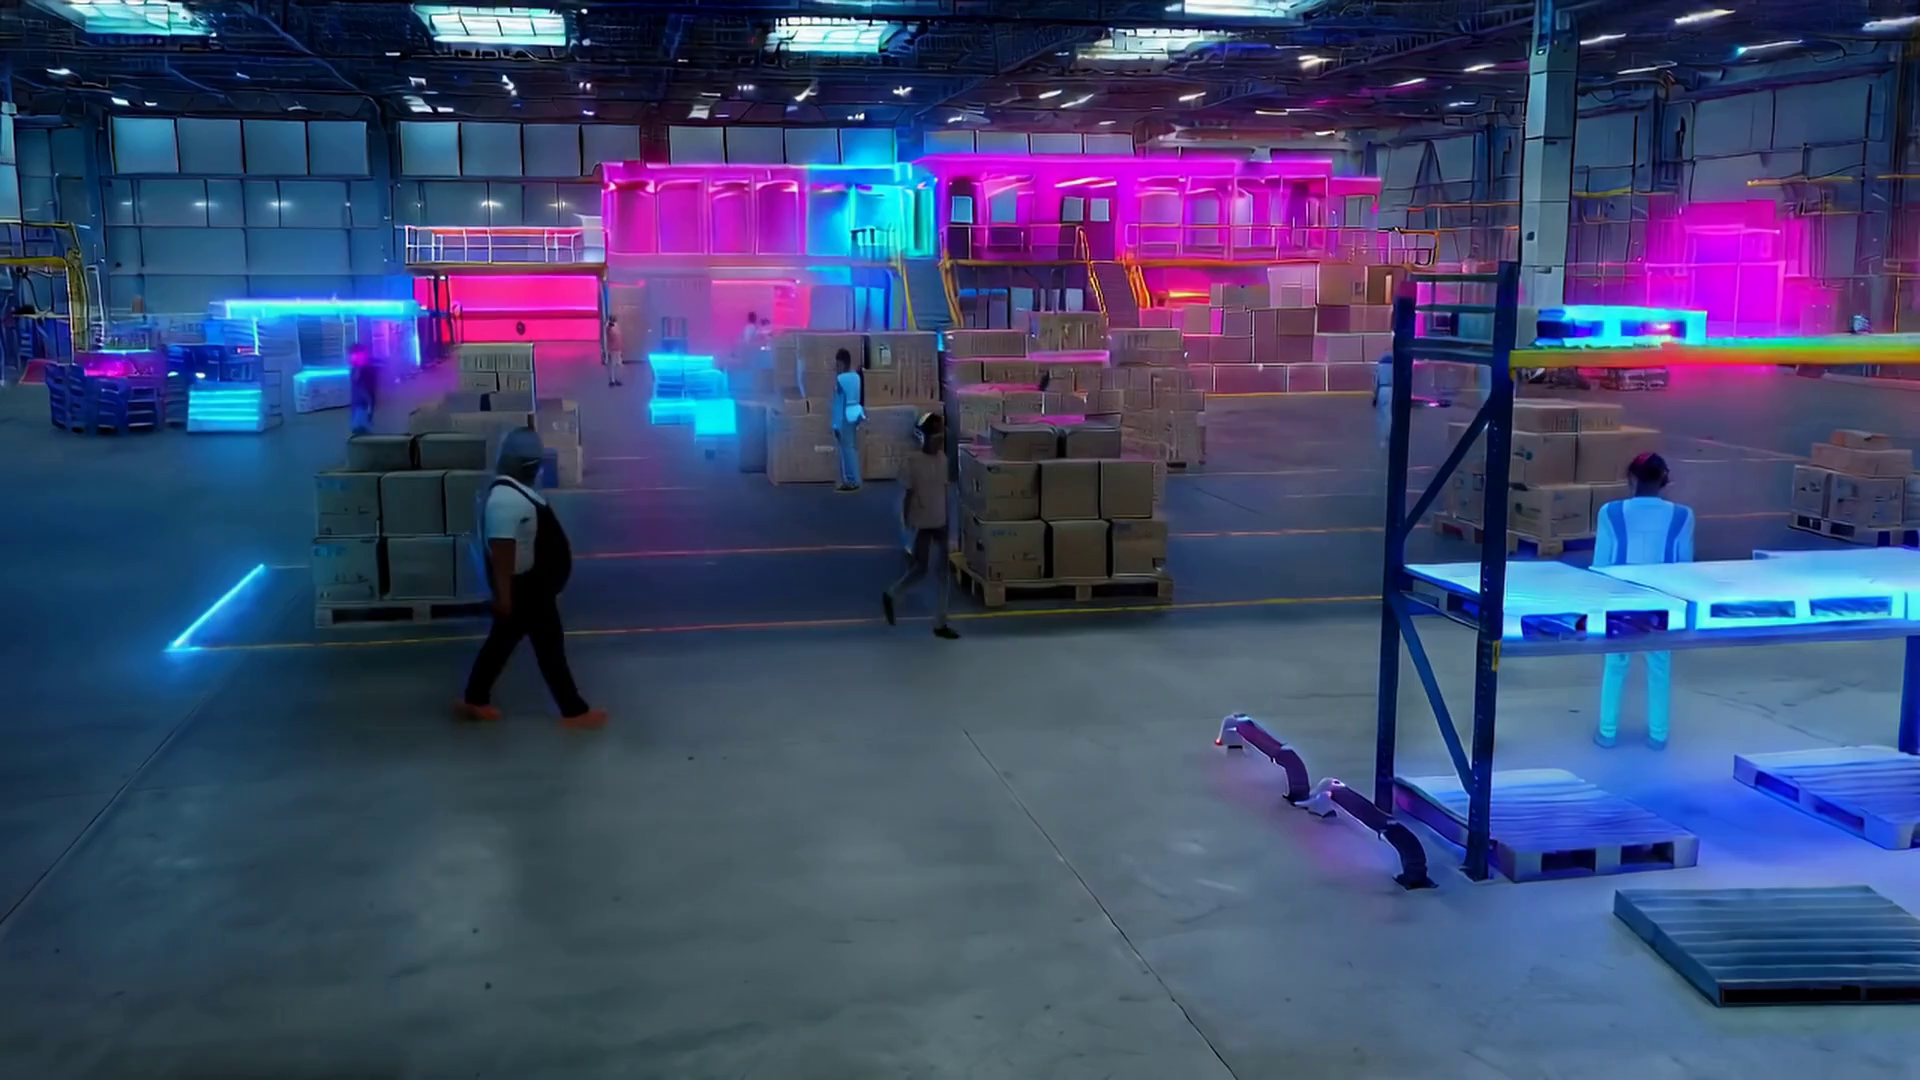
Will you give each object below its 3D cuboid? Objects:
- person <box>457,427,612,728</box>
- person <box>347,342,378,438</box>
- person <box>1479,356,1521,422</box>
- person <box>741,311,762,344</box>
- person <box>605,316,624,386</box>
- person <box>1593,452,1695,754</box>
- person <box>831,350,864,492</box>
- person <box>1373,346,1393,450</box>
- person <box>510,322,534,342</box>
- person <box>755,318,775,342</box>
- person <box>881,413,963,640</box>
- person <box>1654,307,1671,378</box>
[{"bbox_3d":[-2.852,0.223,10.817,1.008,2.000,0.692,-1,9,-8],"label":"person"},{"bbox_3d":[-8.729,-1.932,24.334,0.553,1.922,0.419,6,11,32],"label":"person"},{"bbox_3d":[8.364,-2.121,25.763,0.629,1.831,0.610,8,12,40],"label":"person"},{"bbox_3d":[-5.097,-4.622,40.642,0.612,1.942,0.776,6,11,34],"label":"person"},{"bbox_3d":[-8.776,-4.802,42.287,0.311,1.769,0.522,7,12,37],"label":"person"},{"bbox_3d":[4.216,0.390,10.317,0.574,1.876,0.356,3,10,15],"label":"person"},{"bbox_3d":[-1.502,-1.589,22.288,0.395,1.911,0.588,4,10,22],"label":"person"},{"bbox_3d":[6.988,-2.315,27.256,0.492,1.729,0.577,5,10,26],"label":"person"},{"bbox_3d":[-9.182,-3.648,34.931,0.526,1.871,0.324,-4,10,-24],"label":"person"},{"bbox_3d":[-4.695,-4.384,39.637,0.517,1.795,0.961,-8,12,-39],"label":"person"},{"bbox_3d":[-0.300,-0.120,13.518,0.725,1.851,0.517,9,13,43],"label":"person"},{"bbox_3d":[19.044,-5.370,45.258,0.669,1.924,0.616,5,11,30],"label":"person"}]
